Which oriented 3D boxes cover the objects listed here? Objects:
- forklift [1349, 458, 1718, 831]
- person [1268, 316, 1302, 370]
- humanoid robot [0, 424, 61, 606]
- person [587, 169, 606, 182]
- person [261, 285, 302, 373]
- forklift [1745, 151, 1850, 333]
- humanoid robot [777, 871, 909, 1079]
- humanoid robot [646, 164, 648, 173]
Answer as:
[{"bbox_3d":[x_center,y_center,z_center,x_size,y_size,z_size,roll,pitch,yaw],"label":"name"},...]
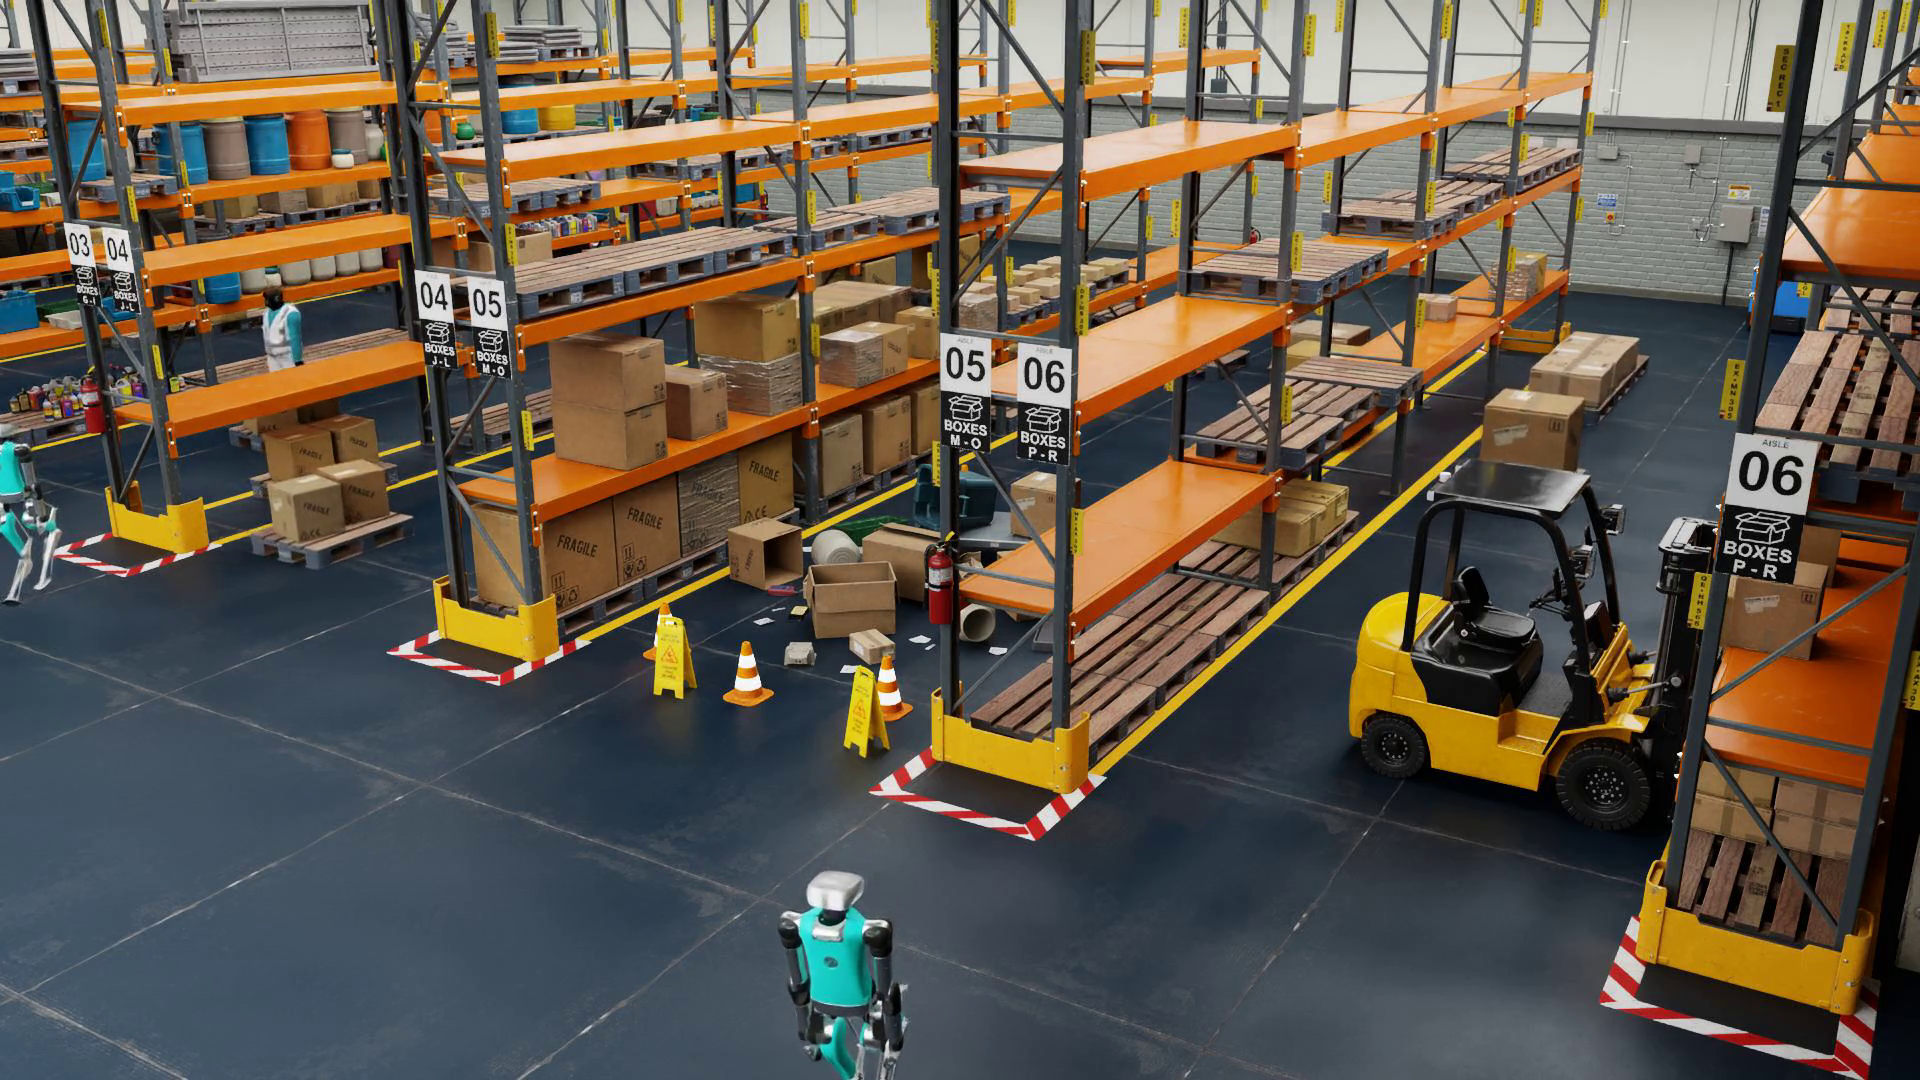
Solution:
[{"bbox_3d":[3.988,0.658,11.776,2.313,2.155,1.214,11,22,29],"label":"forklift"},{"bbox_3d":[4.672,-3.246,23.822,0.544,1.691,0.324,10,21,26],"label":"person"},{"bbox_3d":[-8.526,-0.252,15.111,0.542,1.743,1.022,-3,19,-7],"label":"humanoid robot"},{"bbox_3d":[-7.989,-7.691,36.680,0.471,1.669,0.511,12,22,30],"label":"person"},{"bbox_3d":[-8.471,-2.320,20.949,0.627,1.816,0.620,9,21,25],"label":"person"},{"bbox_3d":[13.620,-4.667,26.137,1.873,2.768,1.129,11,22,29],"label":"forklift"},{"bbox_3d":[-0.489,2.242,7.889,0.552,1.723,1.042,5,20,13],"label":"humanoid robot"},{"bbox_3d":[-7.003,-7.919,37.357,0.602,1.638,0.425,-1,19,-2],"label":"humanoid robot"}]
